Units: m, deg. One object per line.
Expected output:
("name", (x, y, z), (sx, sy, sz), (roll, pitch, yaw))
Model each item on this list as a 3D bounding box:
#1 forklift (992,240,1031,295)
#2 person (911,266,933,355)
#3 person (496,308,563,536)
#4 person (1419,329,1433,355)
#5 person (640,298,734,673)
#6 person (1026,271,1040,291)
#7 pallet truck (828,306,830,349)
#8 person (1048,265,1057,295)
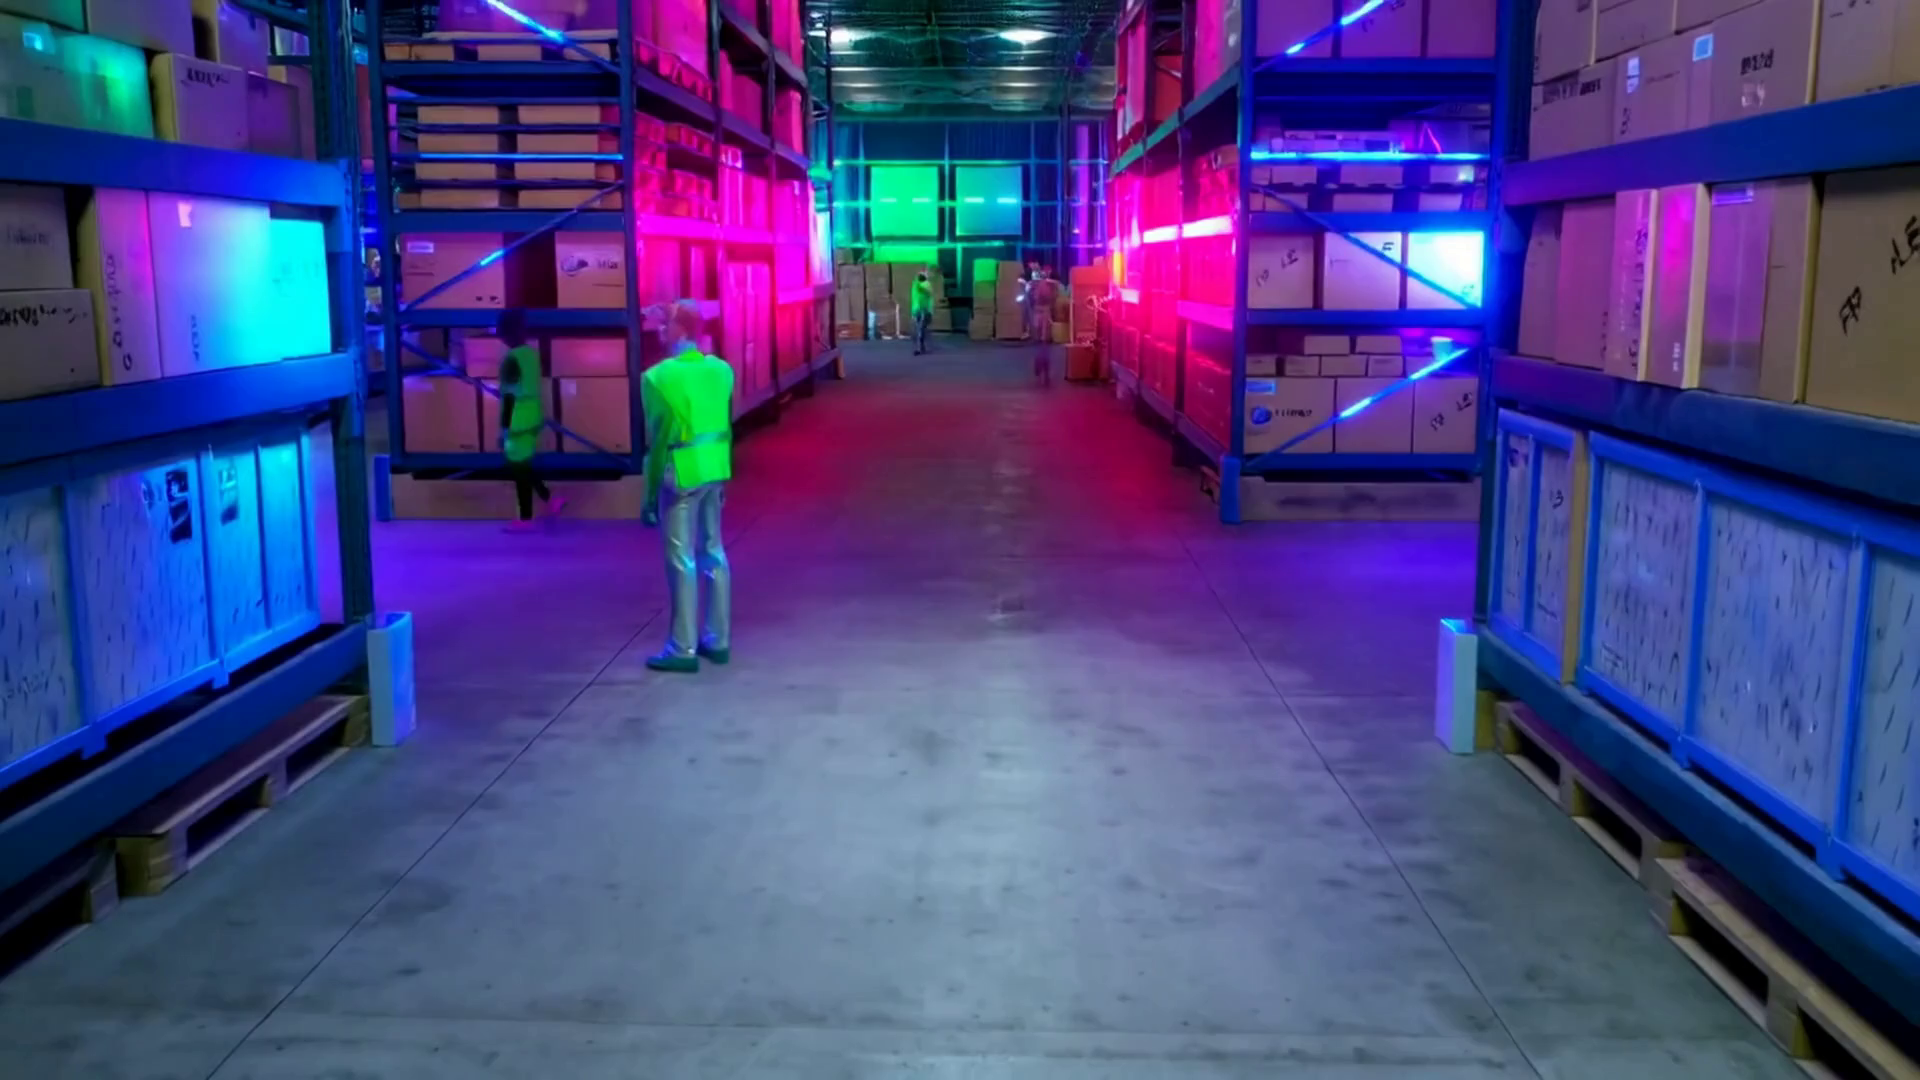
("forklift", (1.563, -9.360, 59.630), (1.873, 2.768, 1.129), (-8, 12, -40))
("person", (-0.827, -5.025, 36.480), (0.354, 1.935, 0.635), (7, 12, 37))
("person", (-3.248, -0.865, 12.285), (0.385, 1.683, 0.554), (1, 9, 4))
("person", (9.391, -4.512, 33.233), (0.390, 1.995, 0.613), (0, 9, 0))
("person", (-1.335, -0.266, 8.235), (0.390, 1.850, 0.565), (6, 11, 34))
("person", (2.840, -9.598, 64.592), (0.542, 1.695, 0.316), (-2, 10, -10))
("pallet truck", (-3.100, -3.940, 29.800), (1.885, 1.965, 0.823), (3, 10, 19))
("person", (3.863, -10.275, 68.066), (0.911, 1.885, 0.603), (2, 10, 11))
